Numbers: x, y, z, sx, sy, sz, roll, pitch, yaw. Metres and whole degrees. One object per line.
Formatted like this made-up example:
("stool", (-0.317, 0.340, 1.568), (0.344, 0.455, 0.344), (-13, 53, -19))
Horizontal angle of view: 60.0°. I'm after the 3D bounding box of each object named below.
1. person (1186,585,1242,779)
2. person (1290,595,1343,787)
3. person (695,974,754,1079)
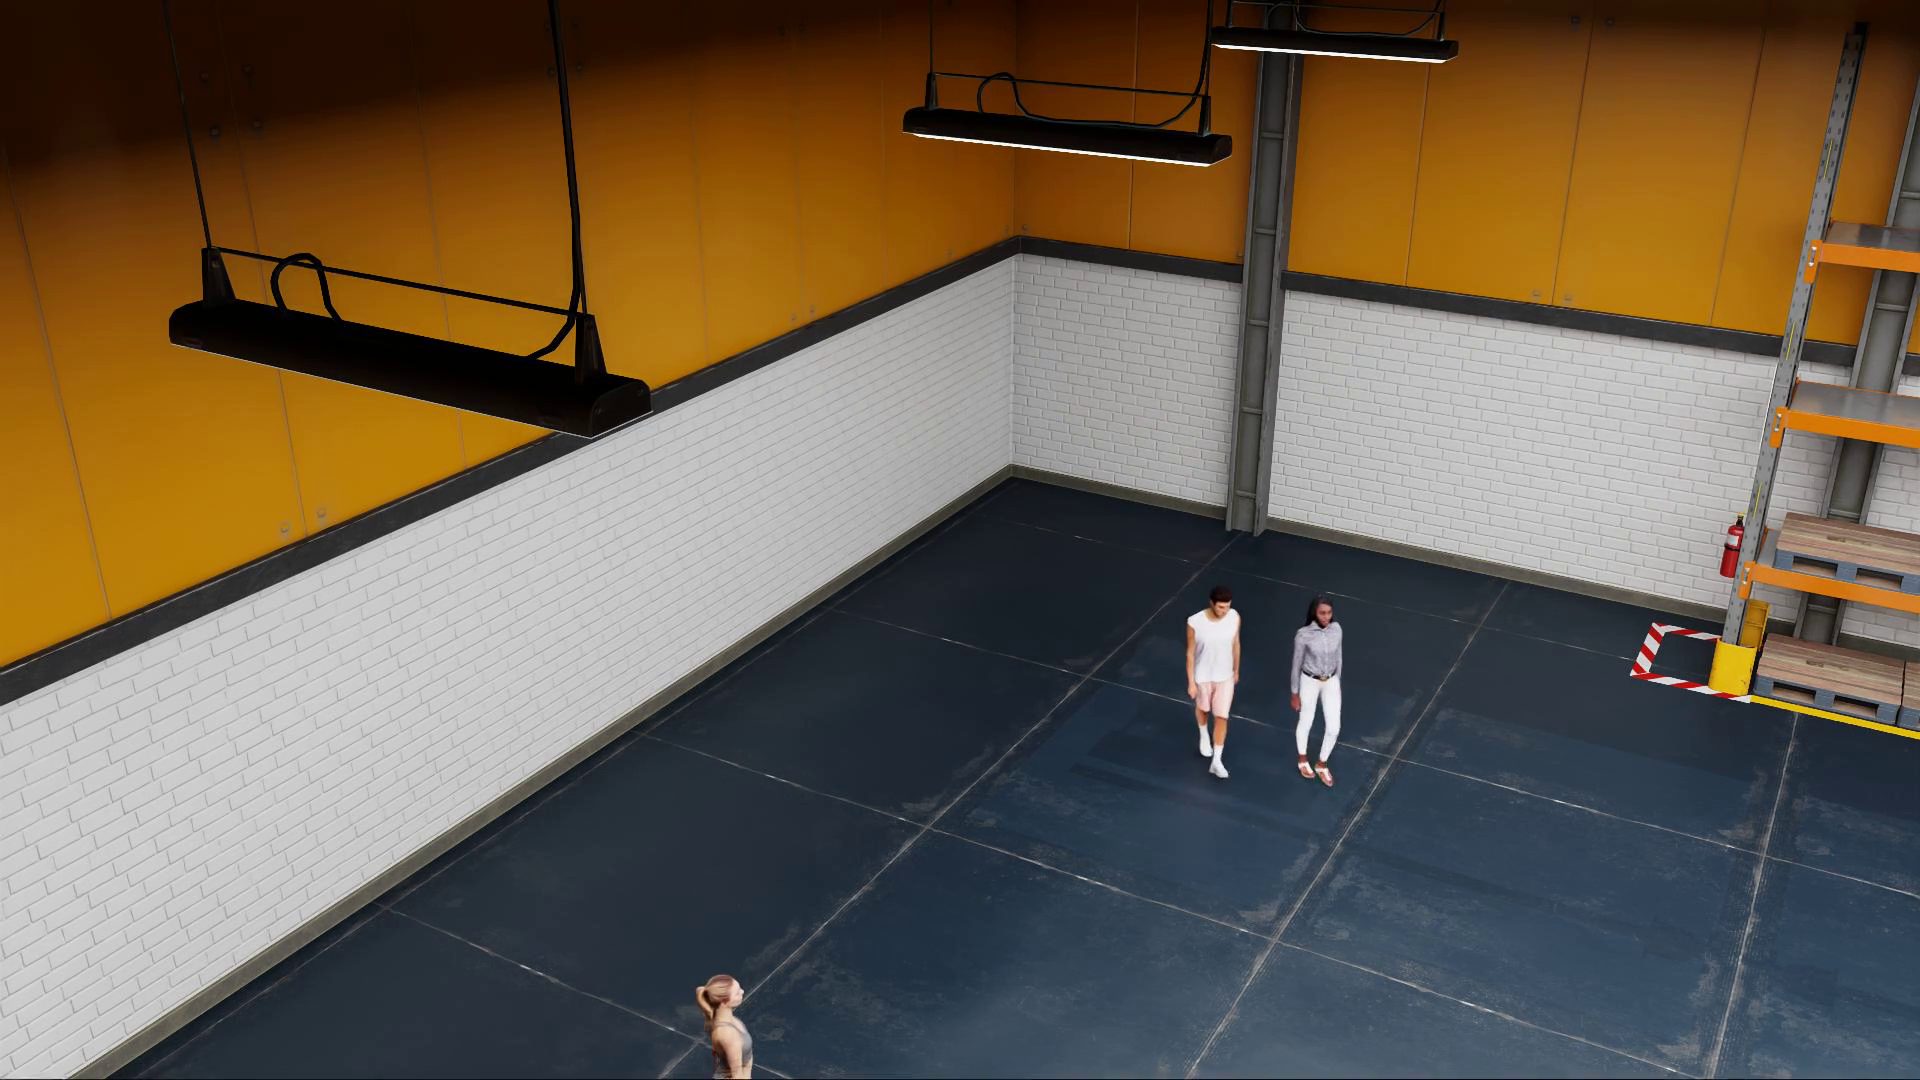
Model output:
("person", (2.159, 1.119, 14.339), (1.086, 1.726, 1.031), (-1, 24, -2))
("person", (2.998, 1.221, 14.125), (0.791, 1.711, 0.855), (-3, 24, -8))
("person", (-1.386, 3.224, 9.572), (0.939, 1.688, 0.931), (-9, 25, -20))
